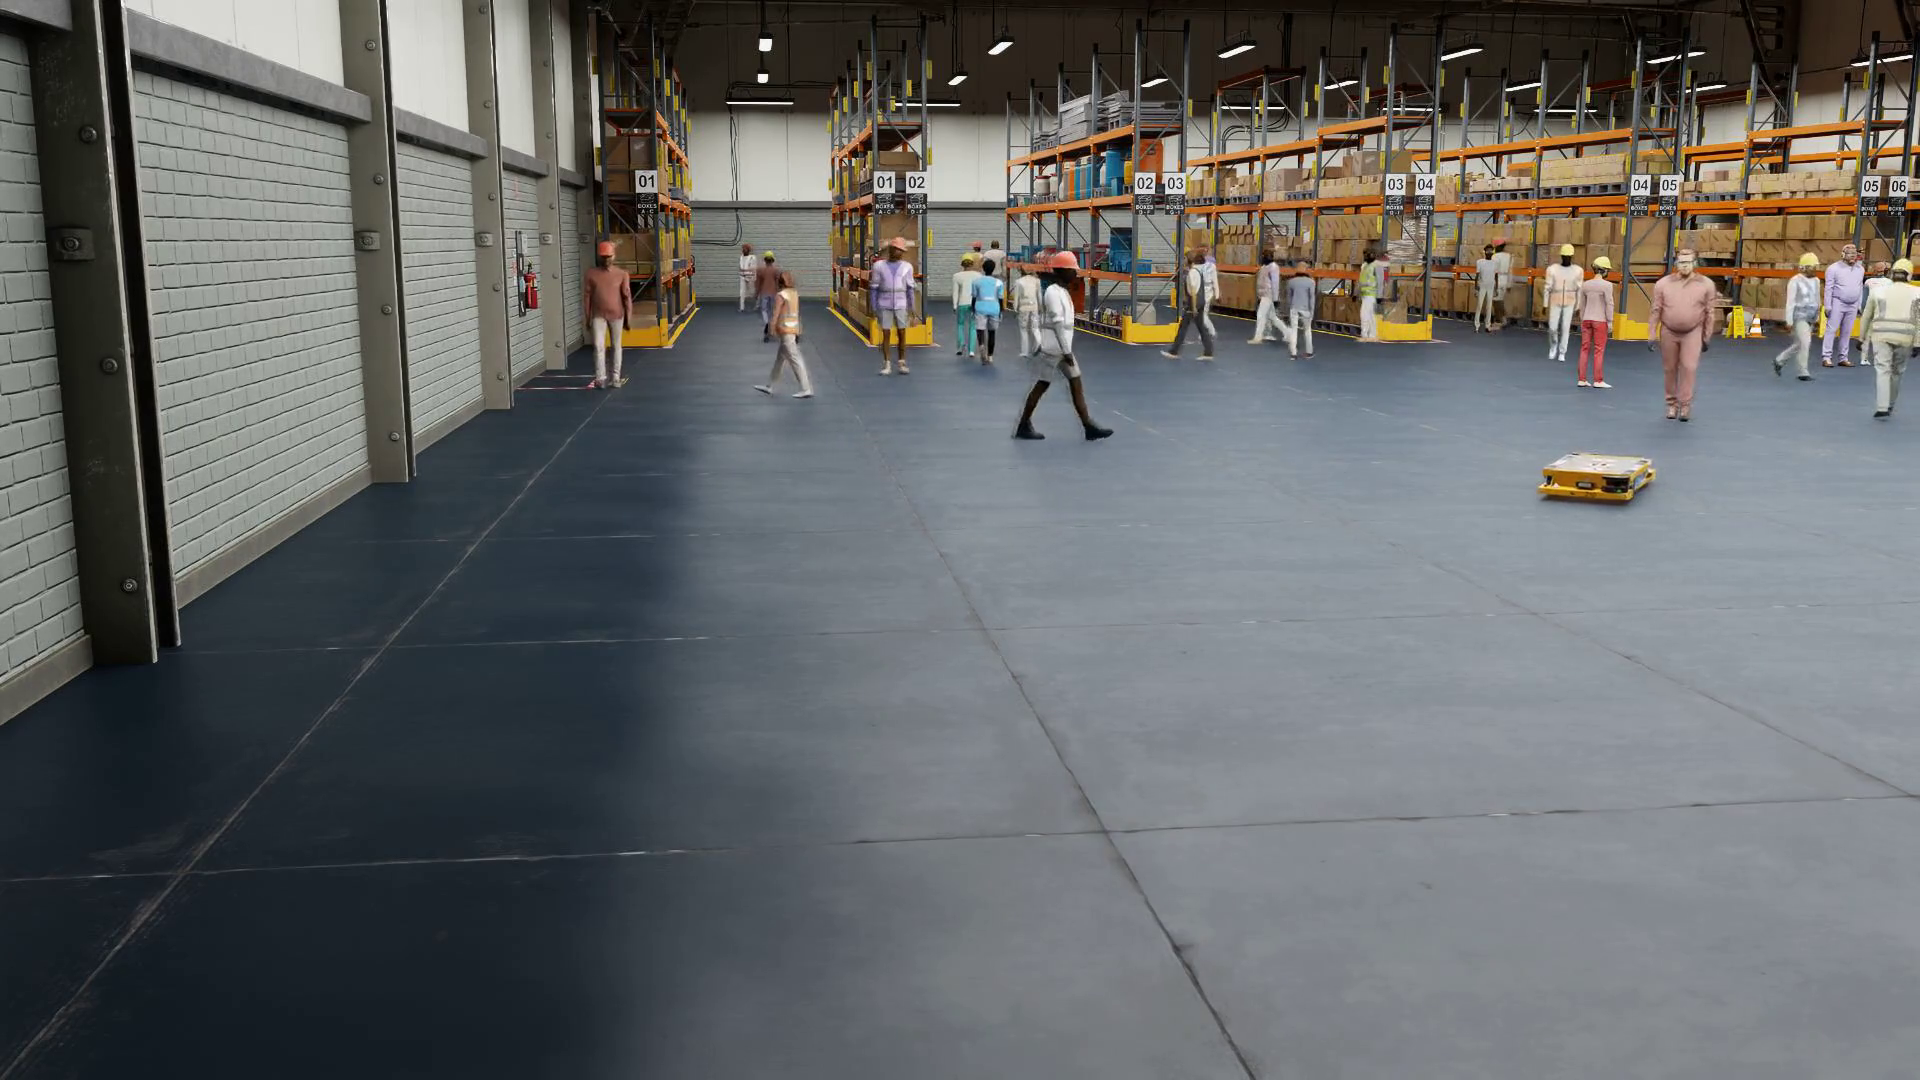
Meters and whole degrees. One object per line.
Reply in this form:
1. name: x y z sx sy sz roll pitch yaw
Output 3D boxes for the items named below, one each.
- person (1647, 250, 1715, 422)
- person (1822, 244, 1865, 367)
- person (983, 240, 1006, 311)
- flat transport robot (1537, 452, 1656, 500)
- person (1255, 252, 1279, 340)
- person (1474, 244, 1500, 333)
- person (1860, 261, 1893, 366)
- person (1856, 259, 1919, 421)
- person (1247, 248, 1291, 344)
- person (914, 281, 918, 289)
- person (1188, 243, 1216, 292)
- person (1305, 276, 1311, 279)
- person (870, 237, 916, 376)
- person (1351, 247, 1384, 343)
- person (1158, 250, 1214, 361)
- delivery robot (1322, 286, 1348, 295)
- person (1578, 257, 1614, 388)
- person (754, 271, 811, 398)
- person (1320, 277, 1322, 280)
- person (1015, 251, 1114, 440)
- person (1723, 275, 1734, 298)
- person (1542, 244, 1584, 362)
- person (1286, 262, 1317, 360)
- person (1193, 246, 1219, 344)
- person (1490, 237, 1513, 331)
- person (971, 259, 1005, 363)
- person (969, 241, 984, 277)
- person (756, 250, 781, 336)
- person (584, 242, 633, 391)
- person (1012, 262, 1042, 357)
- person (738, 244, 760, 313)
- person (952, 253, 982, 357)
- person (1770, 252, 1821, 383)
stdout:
1. person: 7.915 -2.239 18.322 0.665 1.865 0.908 5 12 26
2. person: 13.801 -3.645 25.944 0.642 1.909 0.399 -2 10 -8
3. person: 0.946 -7.181 45.251 0.629 1.936 0.372 0 10 2
4. flat transport robot: 5.107 -0.518 13.289 0.652 0.197 1.431 6 12 30
5. person: 6.068 -4.815 32.833 0.350 1.729 0.560 -5 12 -26
6. person: 11.189 -5.335 35.307 0.514 1.872 0.332 0 10 1
7. person: 14.410 -3.542 26.114 0.306 1.640 0.522 -5 12 -27
8. person: 10.382 -2.235 18.565 0.612 1.764 0.960 4 11 22
9. person: 5.895 -4.612 31.517 0.847 1.817 0.619 0 10 -1
10. person: -1.388 -7.059 44.627 0.581 1.913 0.692 -3 11 -14
11. person: 5.560 -5.888 38.282 0.640 1.896 1.025 2 10 8
12. person: 10.038 -7.632 48.064 0.513 1.830 0.660 5 12 27
13. person: -0.986 -3.420 24.427 0.662 2.010 0.424 -2 10 -9
14. person: 7.751 -4.682 31.864 0.700 1.815 0.629 -2 11 -11
15. person: 3.749 -3.815 27.162 0.939 1.798 0.516 5 12 27
16. delivery robot: 11.149 -7.302 49.441 0.707 0.478 0.477 -1 10 -3
17. person: 8.580 -2.924 22.402 0.327 1.760 0.523 -6 12 -28
18. person: -2.250 -2.599 21.055 0.852 1.592 0.530 3 11 16
19. person: 10.237 -7.778 48.604 0.612 1.900 0.605 -3 11 -18
20. person: 1.007 -1.920 16.551 0.998 1.887 0.551 4 11 23
21. person: 20.855 -7.103 44.877 0.589 1.918 0.401 -6 12 -31
22. person: 9.804 -3.849 27.037 0.621 1.910 0.424 3 11 17
23. person: 5.695 -3.811 27.681 0.520 1.601 0.754 6 12 28
24. person: 4.706 -4.673 31.745 0.862 1.855 0.608 -10 14 -43
25. person: 11.553 -5.492 35.744 0.608 2.019 0.432 -6 12 -29
26. person: 0.448 -3.642 26.537 0.545 1.677 0.612 0 10 -2
27. person: 0.461 -7.457 46.817 0.550 1.920 0.671 3 11 18
28. person: -3.892 -5.024 33.925 0.535 1.748 0.486 -2 11 -12
29. person: -4.675 -2.963 22.107 0.640 1.937 1.019 -2 10 -9
30. person: 1.162 -3.860 27.962 0.542 1.603 0.732 -4 11 -19
31. person: -5.635 -6.979 44.385 0.584 1.856 0.892 5 11 24
32. person: 0.136 -4.004 28.389 0.546 1.740 0.762 0 10 -2
33. person: 11.792 -3.134 23.394 0.593 1.813 0.727 -6 12 -32
